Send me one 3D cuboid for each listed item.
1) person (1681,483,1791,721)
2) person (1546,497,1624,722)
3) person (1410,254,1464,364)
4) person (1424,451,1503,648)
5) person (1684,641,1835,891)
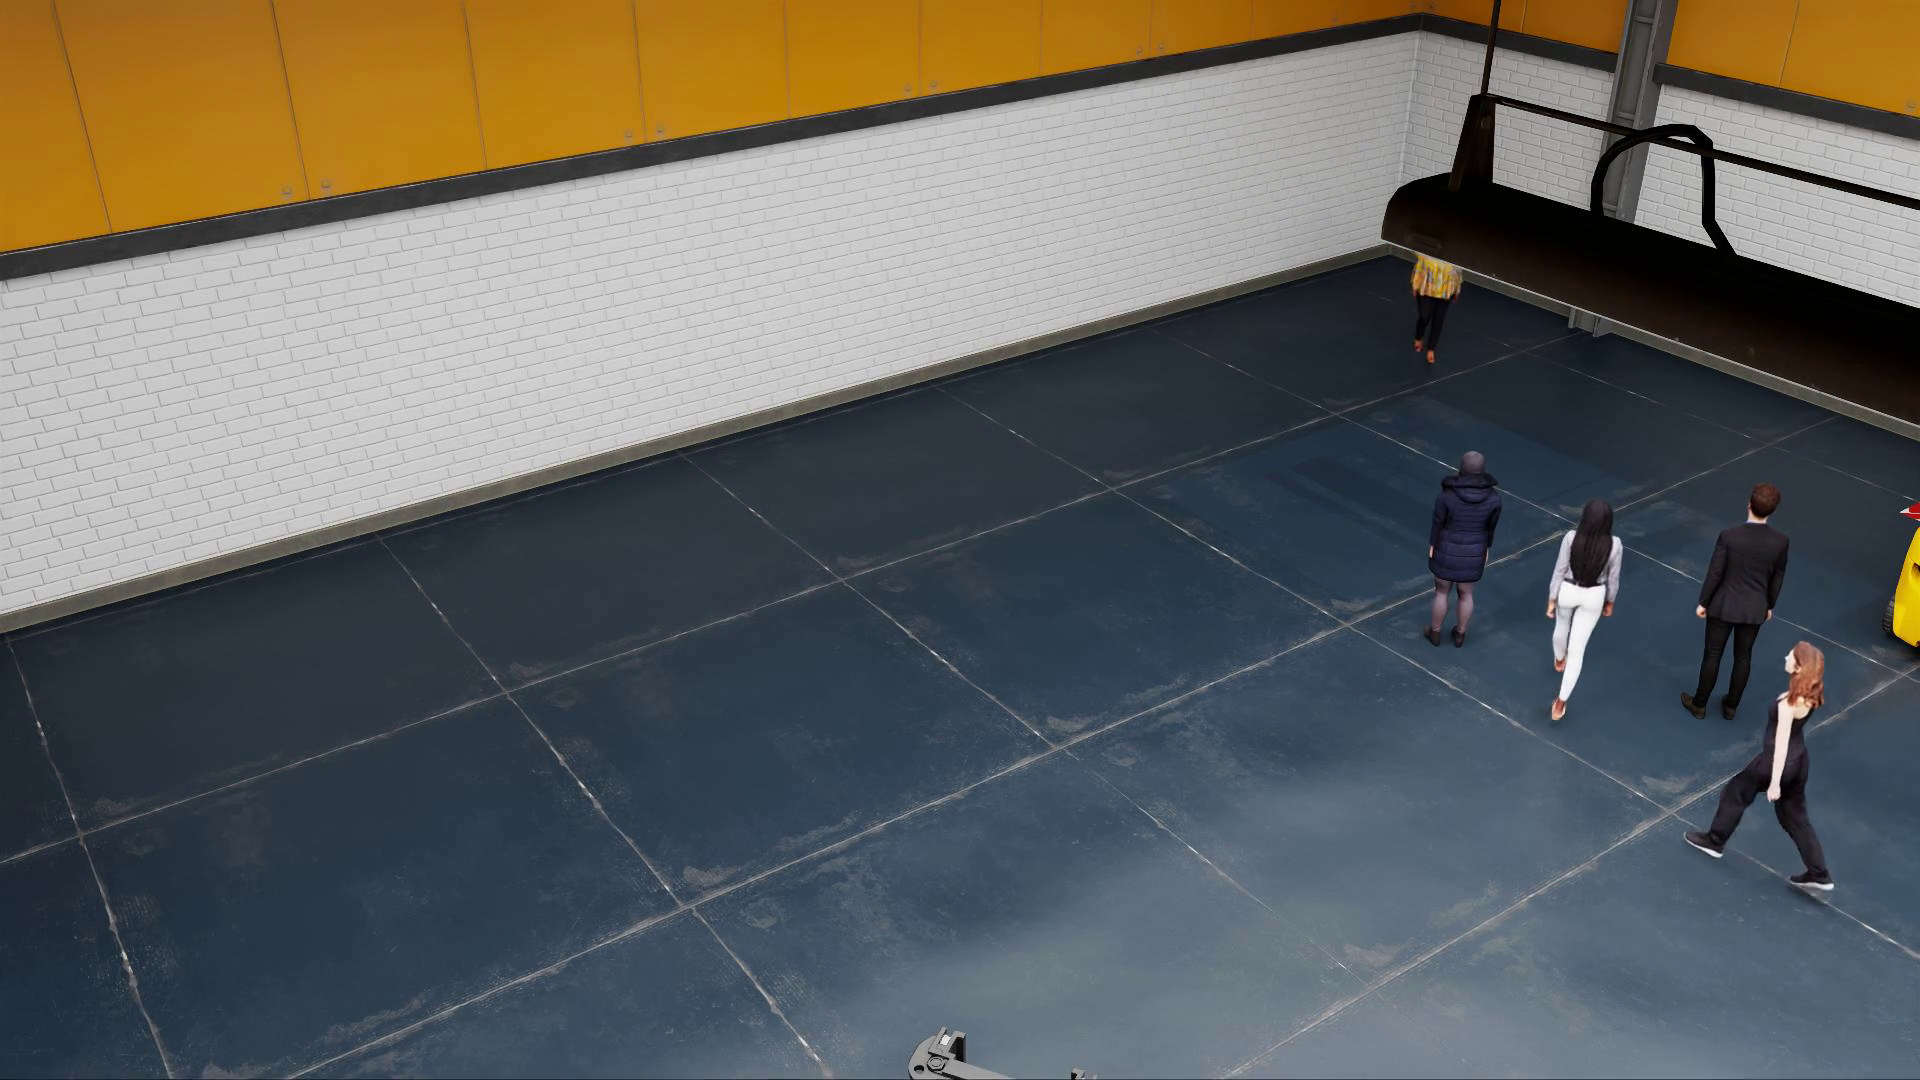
[{"bbox_3d":[5.629,0.461,12.028,0.785,1.894,0.831,3,29,5],"label":"person"},{"bbox_3d":[4.518,0.522,12.150,1.214,1.670,1.116,12,31,20],"label":"person"},{"bbox_3d":[5.184,-2.753,18.184,0.868,1.641,0.920,2,29,3],"label":"person"},{"bbox_3d":[3.901,0.072,12.969,0.789,1.675,0.832,1,29,2],"label":"person"},{"bbox_3d":[5.233,1.456,10.403,0.739,1.704,1.196,-25,37,-38],"label":"person"}]
